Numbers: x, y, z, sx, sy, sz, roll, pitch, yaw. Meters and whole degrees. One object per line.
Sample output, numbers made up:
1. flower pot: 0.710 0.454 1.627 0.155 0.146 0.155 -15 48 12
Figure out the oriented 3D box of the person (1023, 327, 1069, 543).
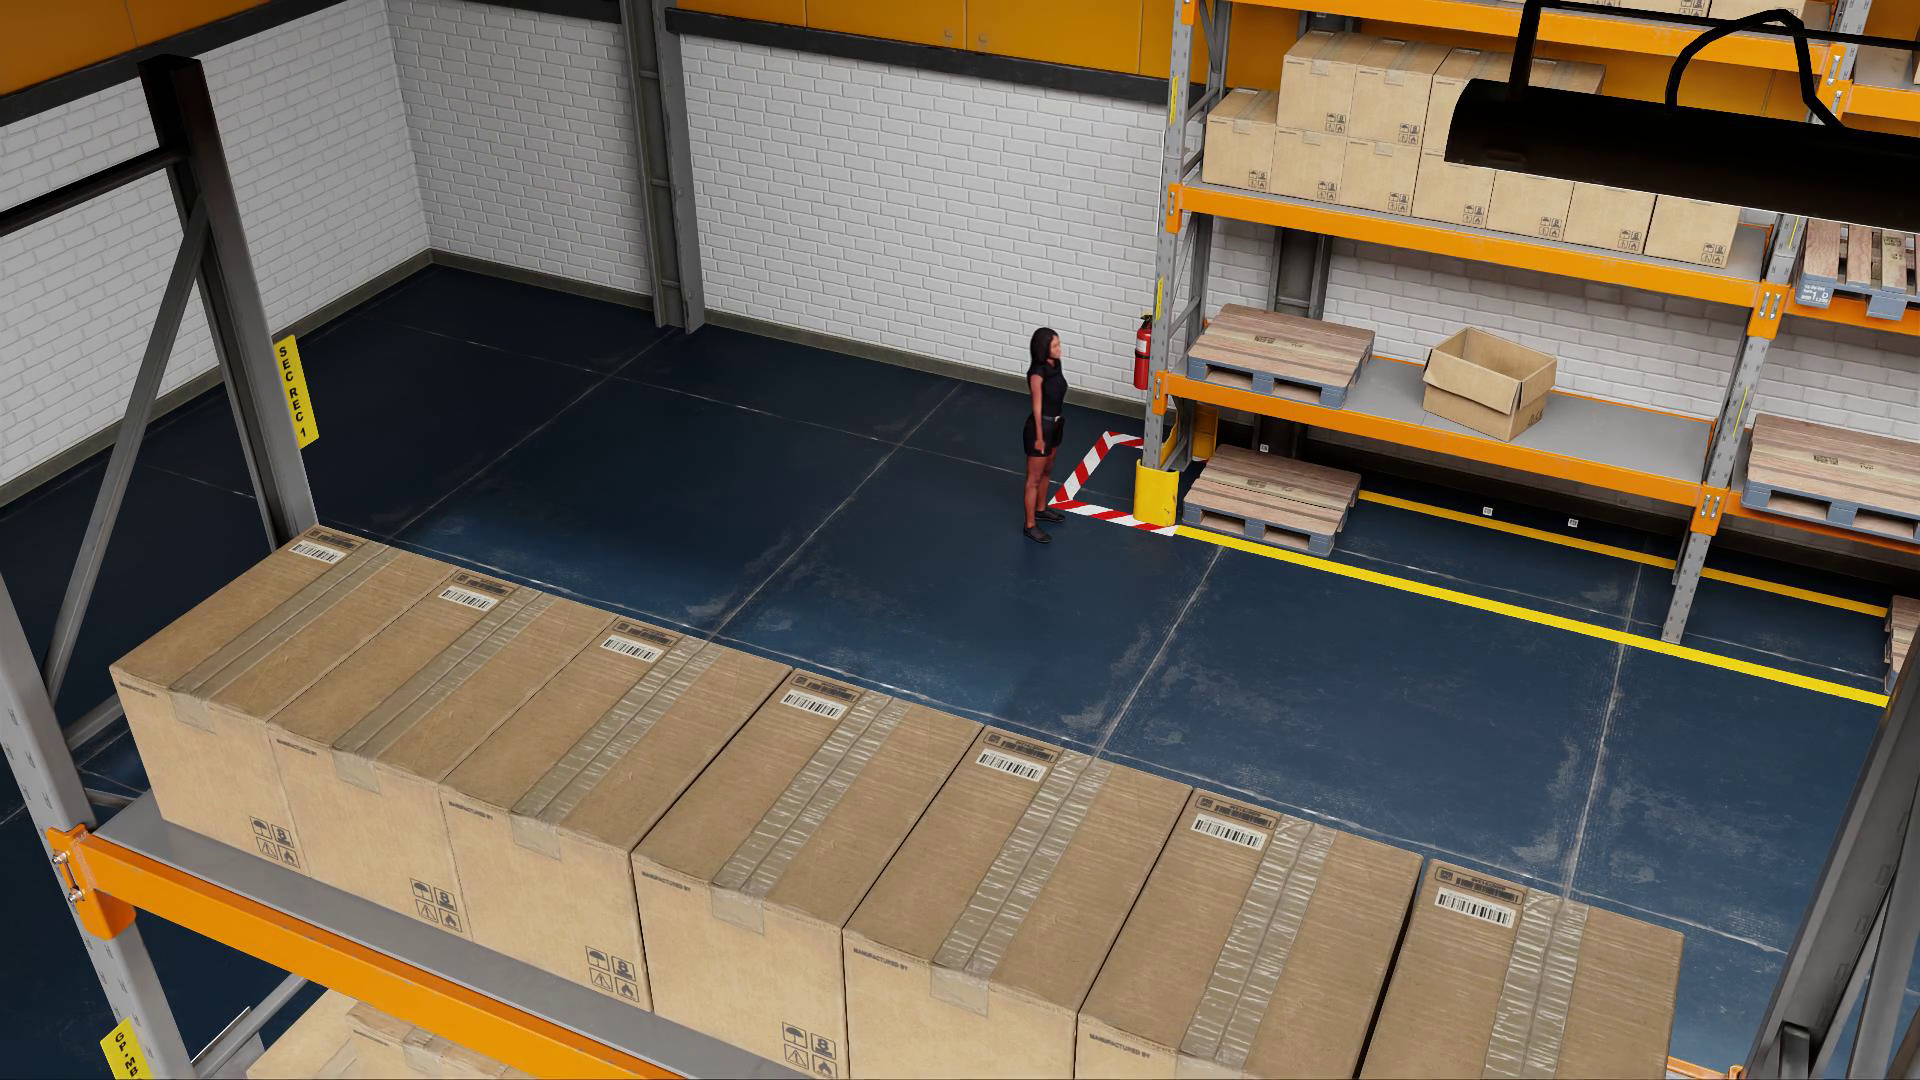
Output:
1. person: 0.645 -0.832 12.779 0.509 1.740 0.595 14 36 20
